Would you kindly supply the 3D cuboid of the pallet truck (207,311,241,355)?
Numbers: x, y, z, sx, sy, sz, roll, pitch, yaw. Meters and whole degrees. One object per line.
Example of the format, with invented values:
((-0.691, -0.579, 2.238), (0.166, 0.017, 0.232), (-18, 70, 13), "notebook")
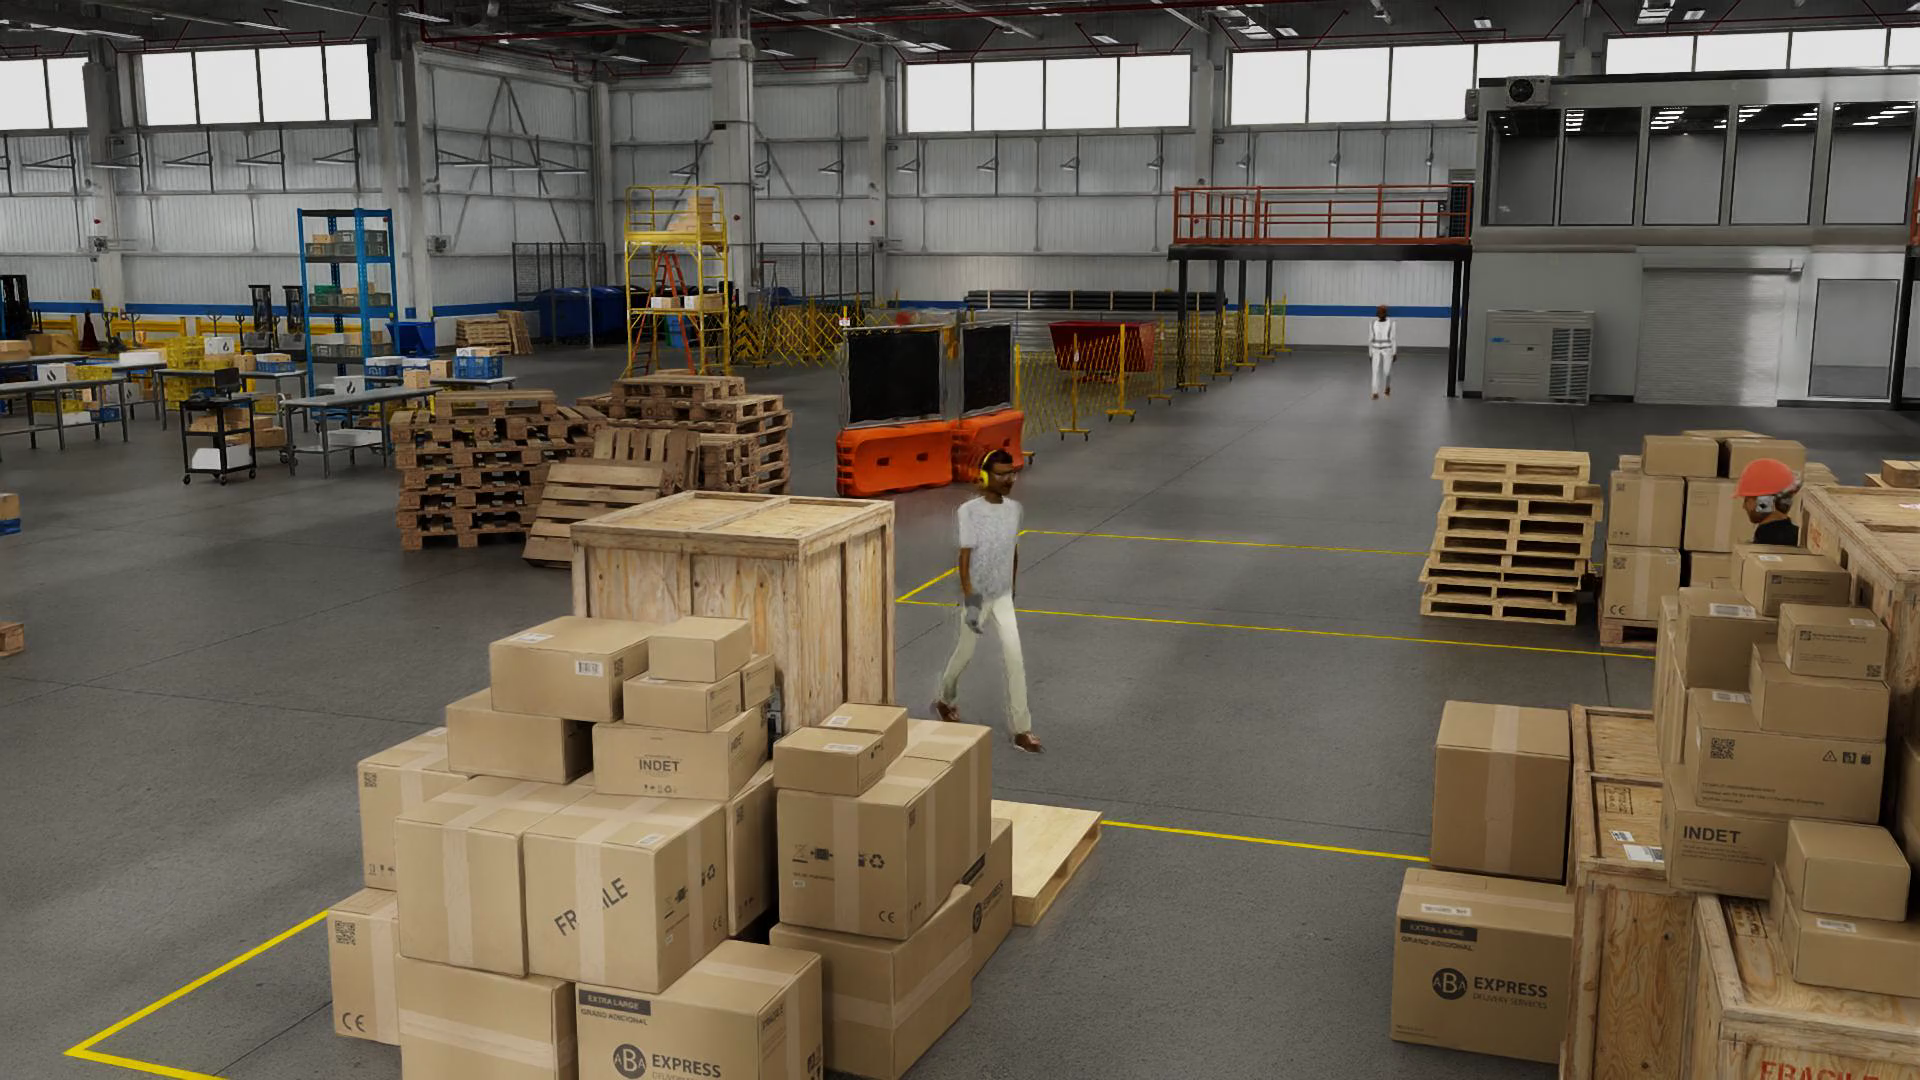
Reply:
((-19.537, -5.575, 44.913), (0.653, 1.274, 1.630), (3, 11, 19), "pallet truck")

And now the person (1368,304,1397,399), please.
((8.364, -3.726, 32.905), (0.580, 1.867, 0.683), (4, 11, 24), "person")

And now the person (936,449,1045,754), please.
((0.157, 0.338, 10.166), (0.517, 1.825, 1.005), (-5, 11, -28), "person")

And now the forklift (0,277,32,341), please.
((-27.151, -6.329, 46.328), (1.157, 1.987, 2.680), (3, 11, 17), "forklift")

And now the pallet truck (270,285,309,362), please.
((-17.147, -5.700, 43.663), (0.823, 1.965, 1.885), (3, 11, 17), "pallet truck")

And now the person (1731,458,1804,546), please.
((3.997, 0.581, 8.304), (0.610, 1.991, 0.389), (-10, 14, -43), "person")

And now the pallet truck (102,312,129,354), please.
((-23.057, -5.777, 46.261), (0.680, 1.201, 1.601), (3, 11, 19), "pallet truck")

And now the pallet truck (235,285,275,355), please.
((-18.327, -5.835, 44.421), (0.823, 1.965, 1.885), (4, 11, 23), "pallet truck")

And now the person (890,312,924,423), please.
((-0.887, -2.507, 25.671), (0.989, 1.992, 0.629), (-7, 12, -36), "person")

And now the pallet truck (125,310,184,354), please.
((-22.038, -5.665, 45.457), (0.704, 1.261, 1.522), (3, 11, 17), "pallet truck")
